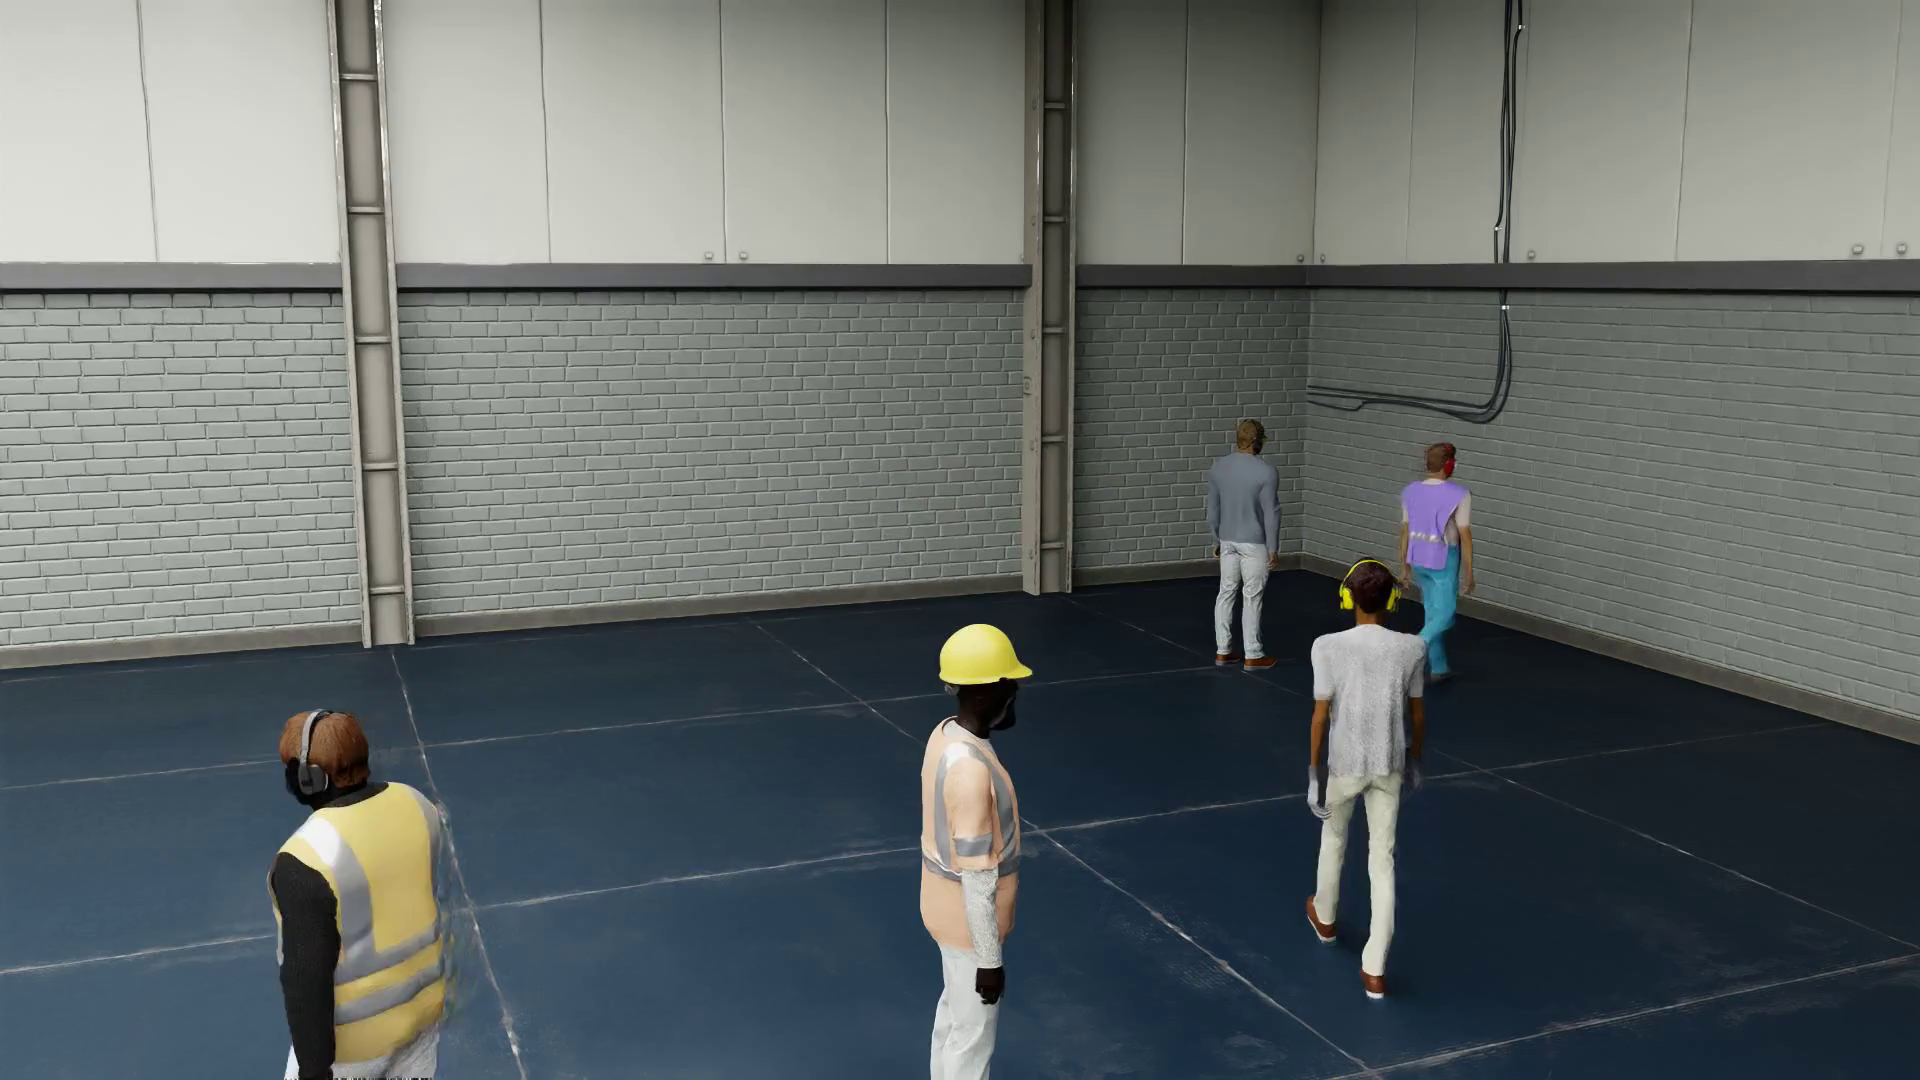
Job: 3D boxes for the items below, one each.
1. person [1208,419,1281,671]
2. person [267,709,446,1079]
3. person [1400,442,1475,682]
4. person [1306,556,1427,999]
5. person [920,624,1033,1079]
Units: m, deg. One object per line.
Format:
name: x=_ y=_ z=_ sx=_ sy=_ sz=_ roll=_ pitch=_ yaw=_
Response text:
person: x=2.193 y=0.032 z=12.831 sx=0.359 sy=1.938 sz=0.632 roll=-9 pitch=12 yaw=-43
person: x=-1.725 y=1.376 z=4.778 sx=0.470 sy=1.823 sz=0.666 roll=3 pitch=10 yaw=21
person: x=3.460 y=0.192 z=12.192 sx=0.772 sy=1.826 sz=0.577 roll=-6 pitch=11 yaw=-34
person: x=1.754 y=0.976 z=7.260 sx=0.518 sy=1.830 sz=0.932 roll=1 pitch=9 yaw=4
person: x=0.053 y=1.221 z=5.399 sx=0.360 sy=1.930 sz=0.587 roll=-1 pitch=9 yaw=-8
